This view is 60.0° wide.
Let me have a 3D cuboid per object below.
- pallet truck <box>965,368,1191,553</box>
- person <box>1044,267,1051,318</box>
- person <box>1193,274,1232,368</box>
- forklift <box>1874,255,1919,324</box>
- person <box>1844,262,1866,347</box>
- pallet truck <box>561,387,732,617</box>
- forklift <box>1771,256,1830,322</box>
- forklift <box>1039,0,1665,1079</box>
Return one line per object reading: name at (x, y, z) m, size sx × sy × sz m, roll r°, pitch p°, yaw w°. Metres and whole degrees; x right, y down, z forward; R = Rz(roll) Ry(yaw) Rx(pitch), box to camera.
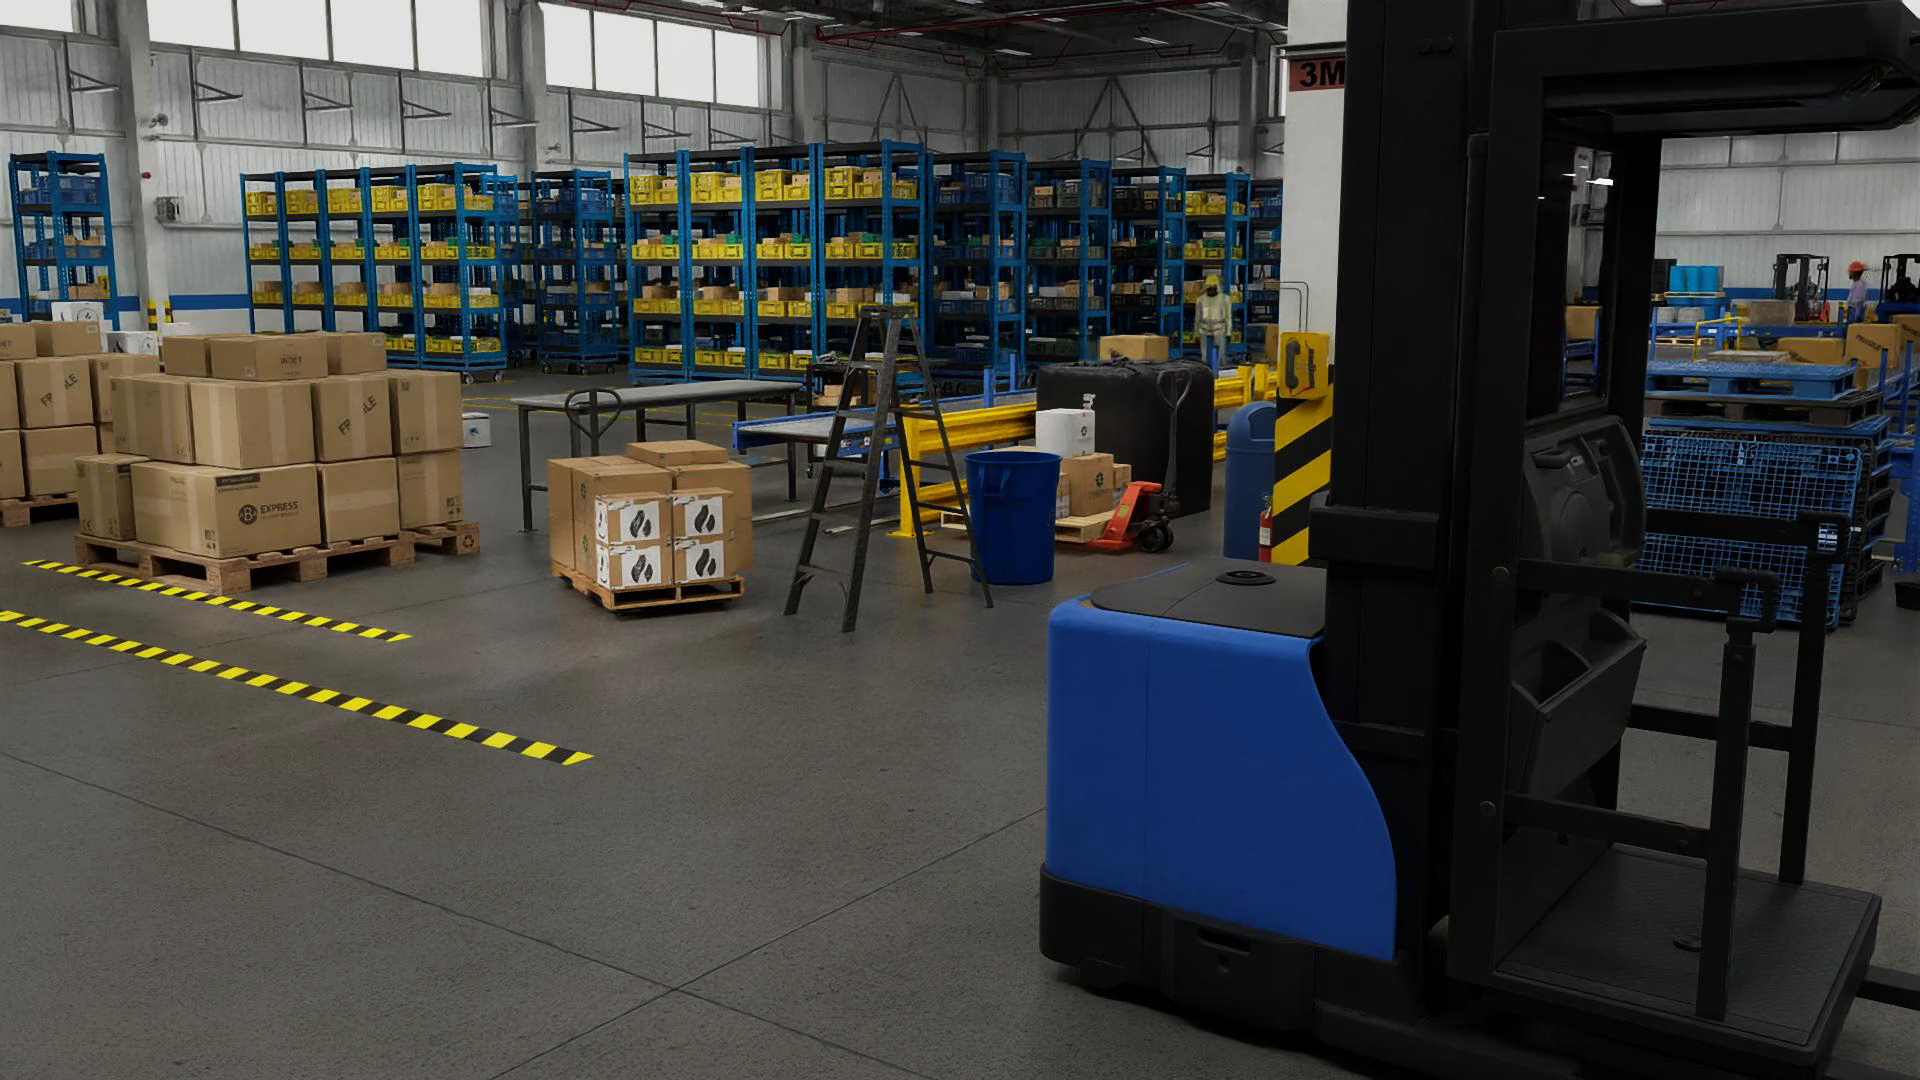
pallet truck at (0.845, -0.609, 11.869) m, size 1.630 × 1.274 × 0.653 m, roll 7°, pitch 12°, yaw 35°
person at (2.093, -5.340, 38.048) m, size 0.761 × 1.966 × 0.613 m, roll -5°, pitch 11°, yaw -29°
person at (3.987, -3.289, 26.283) m, size 0.610 × 1.821 × 0.471 m, roll 3°, pitch 10°, yaw 16°
forklift at (22.089, -5.634, 38.796) m, size 1.157 × 1.987 × 2.680 m, roll 6°, pitch 11°, yaw 33°
person at (17.423, -4.371, 32.173) m, size 0.858 × 2.018 × 0.615 m, roll 4°, pitch 10°, yaw 24°
pallet truck at (-1.981, -0.274, 10.088) m, size 0.680 × 1.201 × 1.601 m, roll -5°, pitch 11°, yaw -28°
forklift at (20.253, -5.854, 40.139) m, size 1.157 × 1.987 × 2.680 m, roll 7°, pitch 12°, yaw 35°
forklift at (1.249, -0.137, 4.360) m, size 1.873 × 2.768 × 1.129 m, roll 7°, pitch 12°, yaw 35°
